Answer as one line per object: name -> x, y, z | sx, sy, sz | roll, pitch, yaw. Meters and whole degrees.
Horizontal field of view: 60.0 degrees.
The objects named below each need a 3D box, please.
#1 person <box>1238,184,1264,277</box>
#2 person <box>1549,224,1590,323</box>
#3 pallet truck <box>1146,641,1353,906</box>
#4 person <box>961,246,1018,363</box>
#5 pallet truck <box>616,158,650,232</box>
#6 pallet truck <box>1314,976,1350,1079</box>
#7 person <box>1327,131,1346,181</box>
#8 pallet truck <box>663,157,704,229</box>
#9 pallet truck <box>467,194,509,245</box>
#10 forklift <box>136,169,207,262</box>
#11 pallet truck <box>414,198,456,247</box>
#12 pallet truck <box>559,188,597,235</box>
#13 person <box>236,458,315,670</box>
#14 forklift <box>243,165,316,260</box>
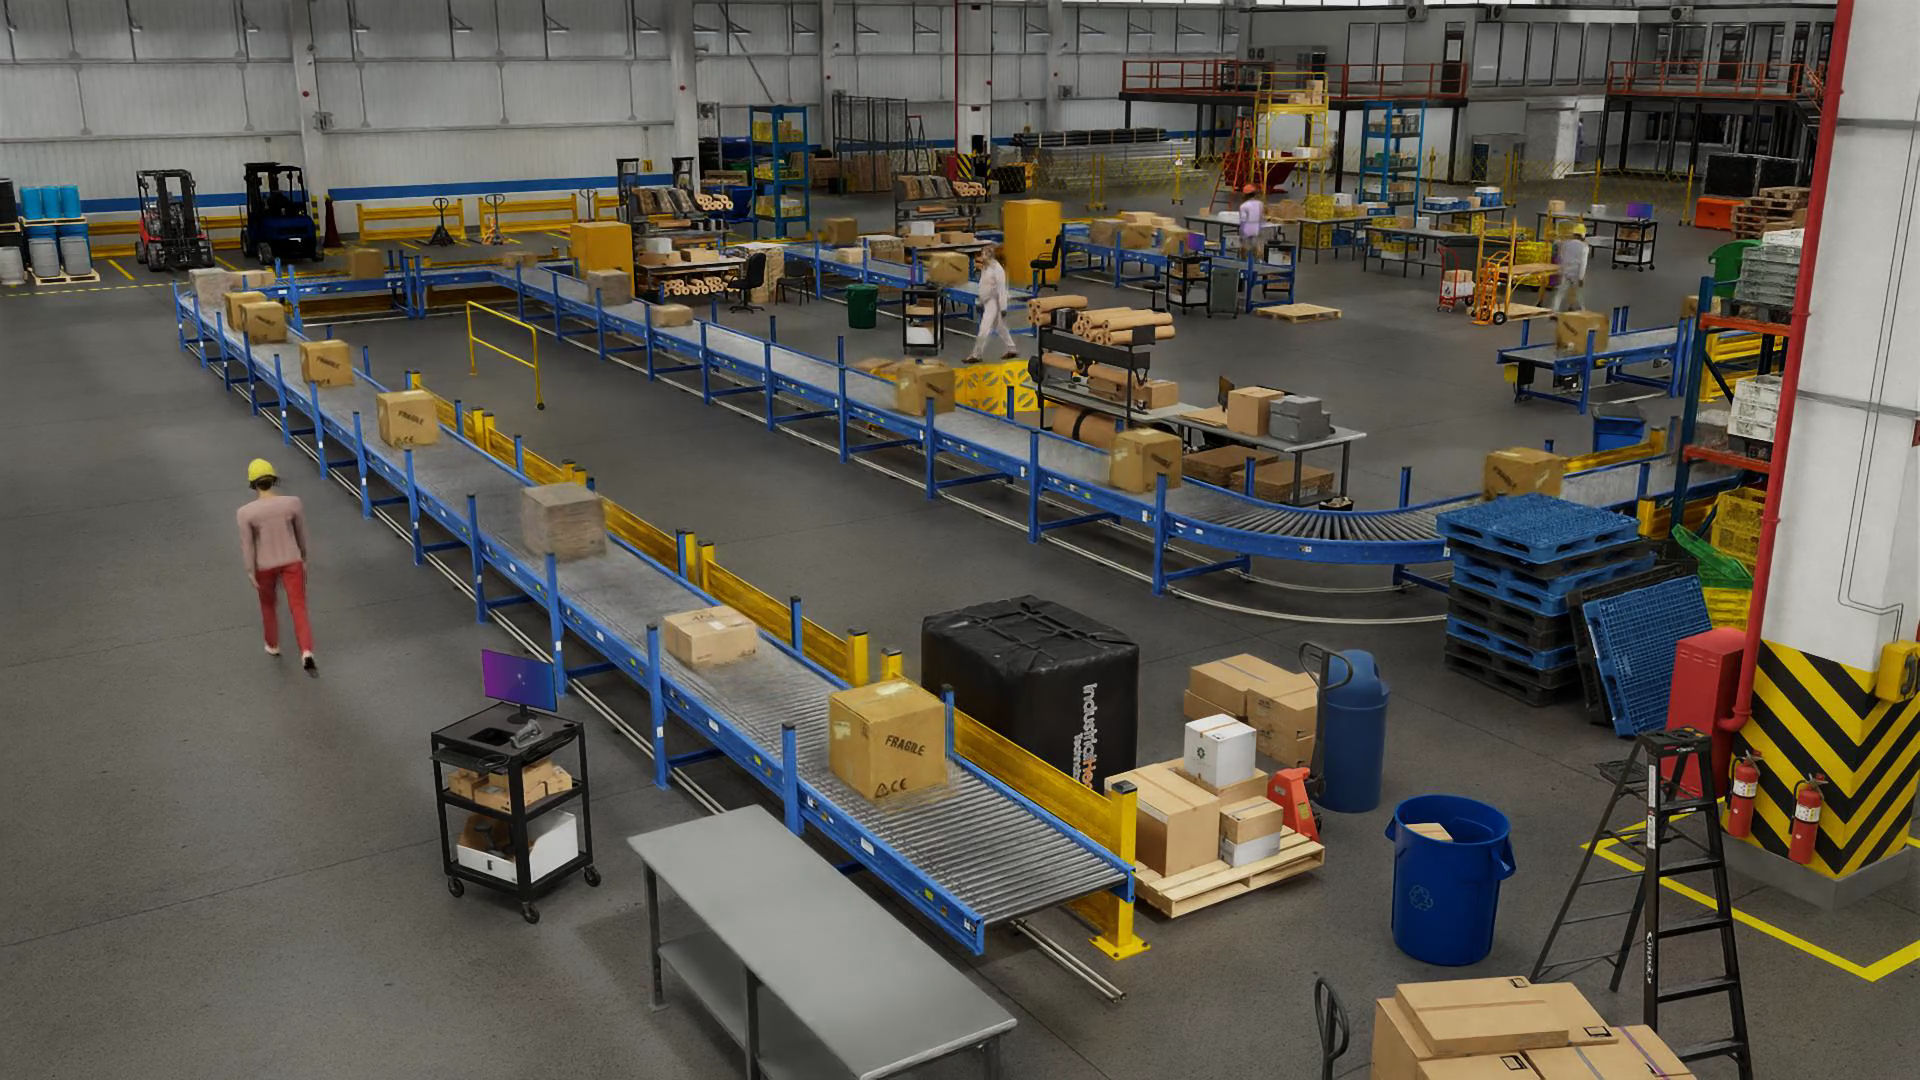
person -> 6.266, -6.625, 35.726 | 0.624, 2.022, 0.694 | -9, 19, -27
person -> 11.101, -4.826, 30.161 | 0.941, 1.785, 0.611 | -10, 20, -31
pallet truck -> 1.664, 1.407, 10.232 | 1.630, 1.274, 0.653 | -10, 20, -31
person -> 0.511, -3.759, 26.504 | 1.006, 1.855, 0.669 | -5, 18, -18
pallet truck -> -8.918, -9.176, 44.255 | 0.823, 1.965, 1.885 | -9, 19, -27
pallet truck -> 2.299, 2.390, 7.086 | 1.601, 1.201, 0.680 | -2, 17, -7
person -> 13.772, -13.995, 60.633 | 0.512, 1.792, 0.966 | -13, 21, -37
pallet truck -> -7.586, -9.308, 44.692 | 0.823, 1.965, 1.885 | -11, 20, -33
pallet truck -> -11.983, -8.177, 42.137 | 0.704, 1.261, 1.522 | -11, 20, -33
forklift -> -17.842, -7.318, 37.559 | 1.157, 1.987, 2.680 | -10, 20, -31
pallet truck -> -13.250, -8.060, 41.856 | 0.680, 1.201, 1.601 | -10, 20, -31
pallet truck -> -10.010, -8.652, 43.699 | 0.653, 1.274, 1.630 | -10, 20, -31
person -> -5.543, 0.193, 13.532 | 0.529, 1.730, 0.859 | -10, 19, -29
forklift -> -15.898, -7.669, 38.708 | 1.157, 1.987, 2.680 | -11, 20, -33
